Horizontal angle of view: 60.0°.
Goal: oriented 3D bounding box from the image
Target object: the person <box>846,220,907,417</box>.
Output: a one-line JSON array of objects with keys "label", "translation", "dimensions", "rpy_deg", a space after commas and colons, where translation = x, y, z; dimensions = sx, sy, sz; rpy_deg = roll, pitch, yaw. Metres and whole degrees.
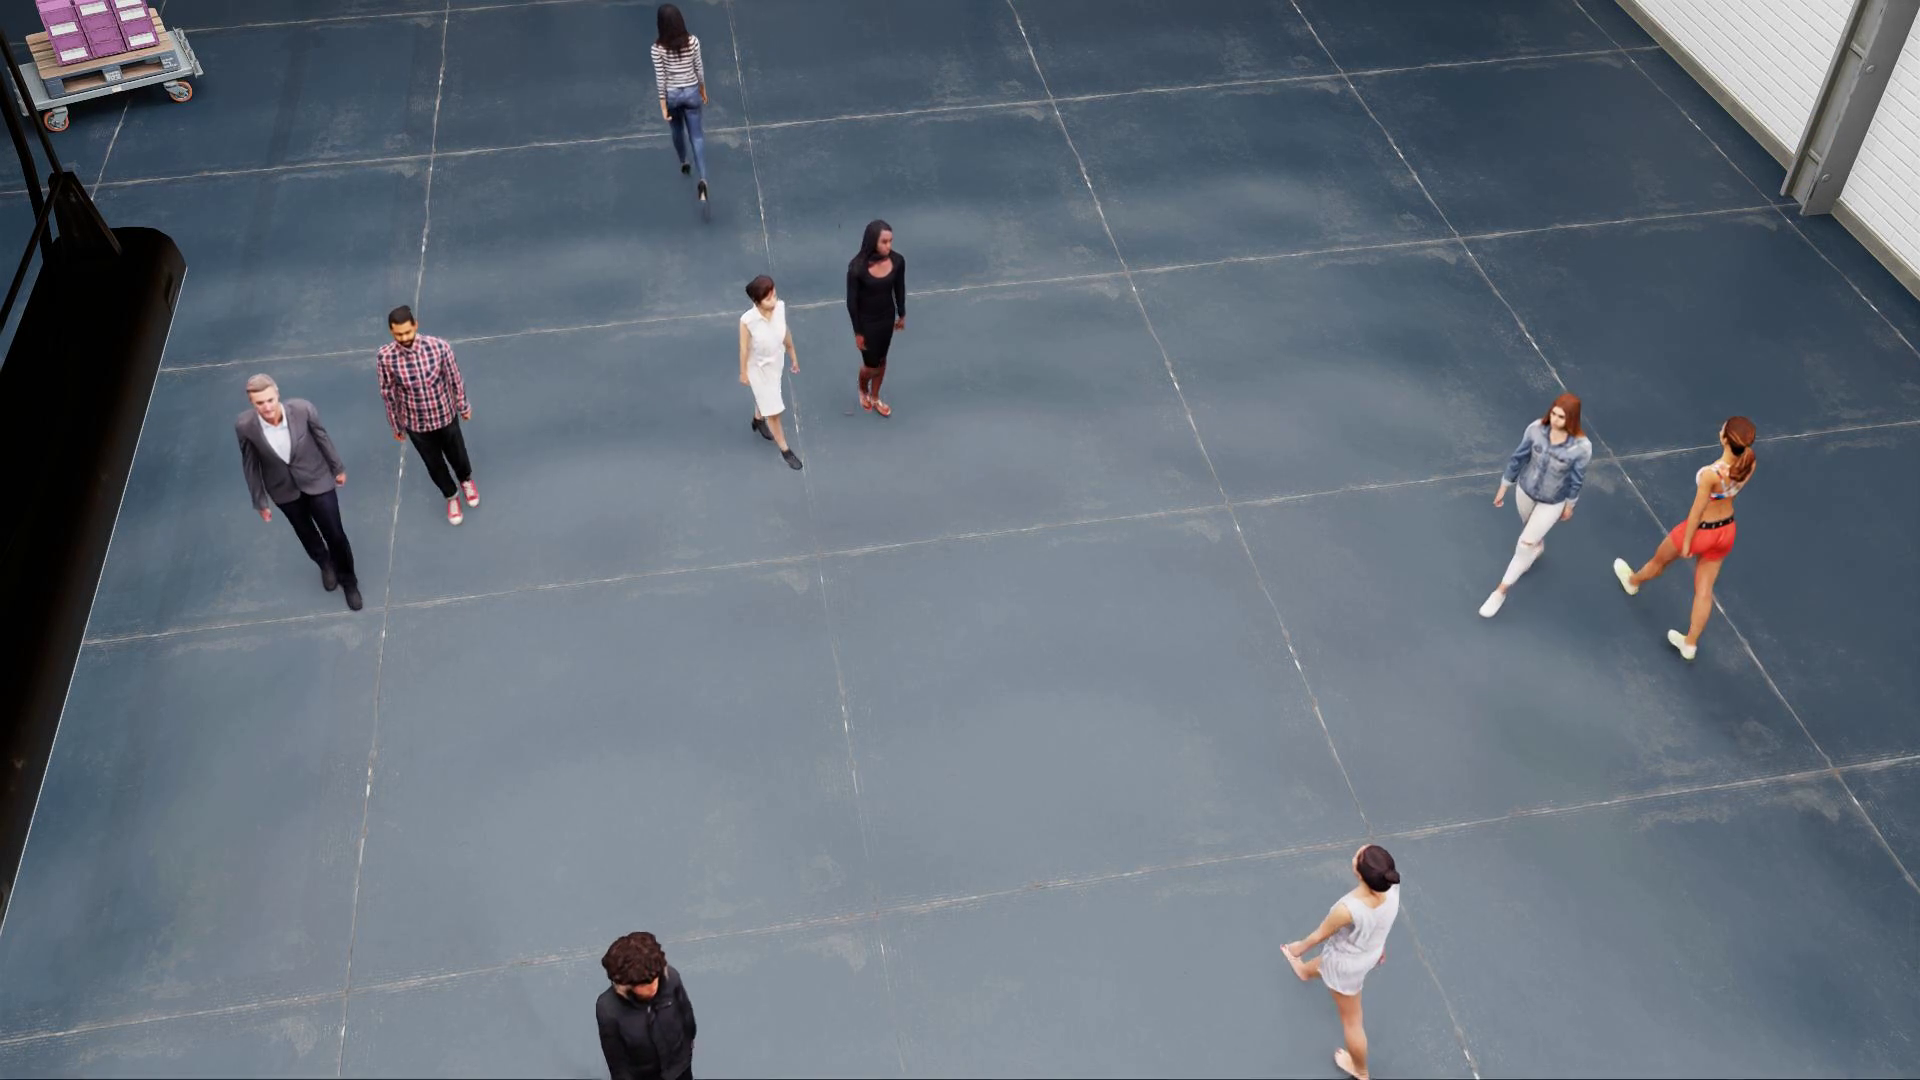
[{"label": "person", "translation": [-0.677, -1.649, 12.311], "dimensions": [0.723, 1.704, 0.736], "rpy_deg": [-21, 47, -21]}]

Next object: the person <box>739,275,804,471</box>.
[{"label": "person", "translation": [-1.459, -1.287, 12.064], "dimensions": [0.978, 1.521, 0.865], "rpy_deg": [33, 53, 30]}]

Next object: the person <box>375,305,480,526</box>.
[{"label": "person", "translation": [-3.667, -0.906, 11.496], "dimensions": [0.714, 1.752, 0.648], "rpy_deg": [-11, 45, -12]}]

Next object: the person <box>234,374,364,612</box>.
[{"label": "person", "translation": [-4.347, -0.412, 10.925], "dimensions": [0.837, 1.824, 0.894], "rpy_deg": [-14, 45, -14]}]

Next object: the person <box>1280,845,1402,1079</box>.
[{"label": "person", "translation": [2.028, 2.164, 8.408], "dimensions": [0.877, 1.566, 1.140], "rpy_deg": [-25, 49, -24]}]

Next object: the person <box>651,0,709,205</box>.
[{"label": "person", "translation": [-2.385, -3.762, 14.490], "dimensions": [0.703, 1.758, 1.165], "rpy_deg": [-12, 45, -12]}]

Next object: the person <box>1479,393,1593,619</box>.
[{"label": "person", "translation": [3.865, -0.328, 10.958], "dimensions": [1.087, 1.658, 1.136], "rpy_deg": [-34, 53, -30]}]

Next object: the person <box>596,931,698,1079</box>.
[{"label": "person", "translation": [-1.527, 2.423, 7.993], "dimensions": [0.878, 1.765, 1.003], "rpy_deg": [-31, 51, -28]}]

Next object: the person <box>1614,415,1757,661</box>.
[{"label": "person", "translation": [4.757, 0.030, 10.512], "dimensions": [0.628, 1.754, 1.107], "rpy_deg": [-10, 45, -10]}]
